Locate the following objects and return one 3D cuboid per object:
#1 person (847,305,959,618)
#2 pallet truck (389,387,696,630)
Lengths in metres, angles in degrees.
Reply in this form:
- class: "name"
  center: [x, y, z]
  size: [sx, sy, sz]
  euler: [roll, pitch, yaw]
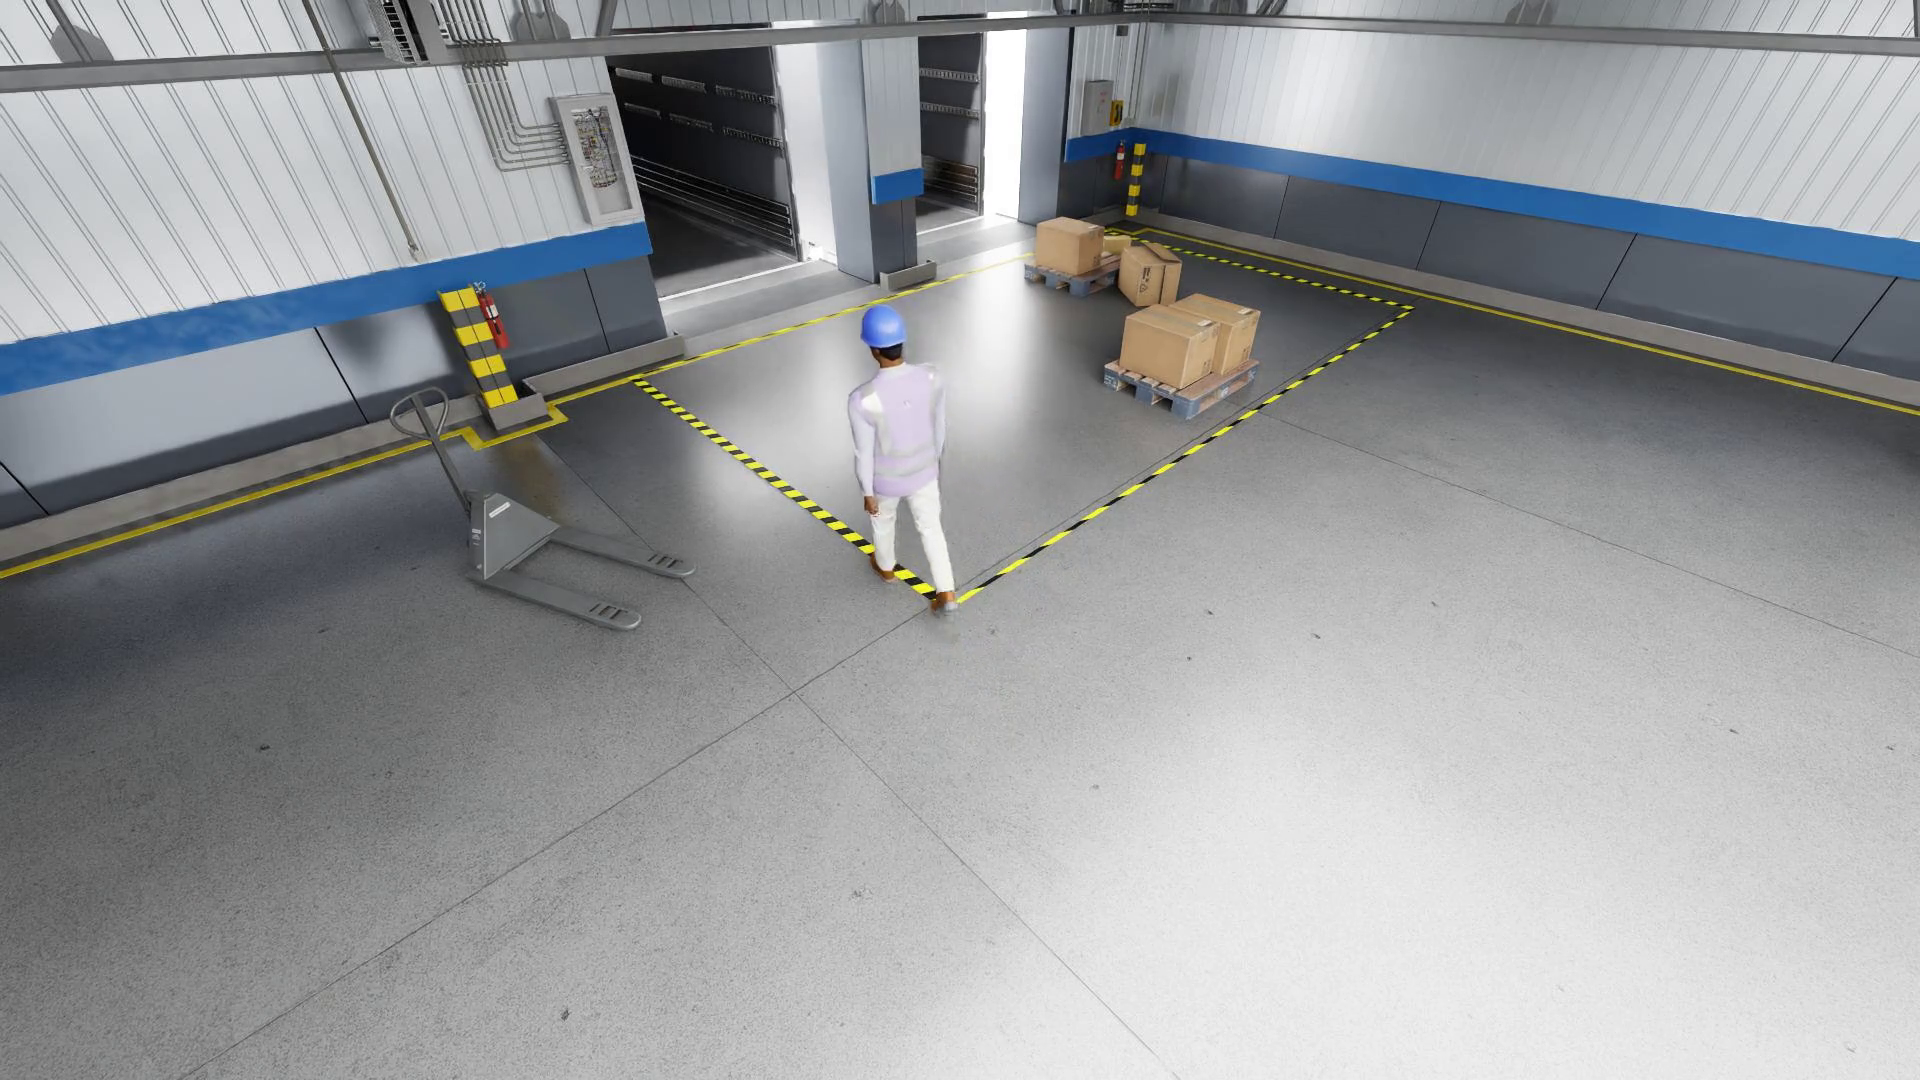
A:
- class: "person"
  center: [-0.315, -0.386, 4.221]
  size: [0.607, 1.914, 0.928]
  euler: [-18, 41, -22]
- class: "pallet truck"
  center: [-2.613, -0.247, 4.593]
  size: [1.601, 1.201, 0.680]
  euler: [14, 40, 17]
